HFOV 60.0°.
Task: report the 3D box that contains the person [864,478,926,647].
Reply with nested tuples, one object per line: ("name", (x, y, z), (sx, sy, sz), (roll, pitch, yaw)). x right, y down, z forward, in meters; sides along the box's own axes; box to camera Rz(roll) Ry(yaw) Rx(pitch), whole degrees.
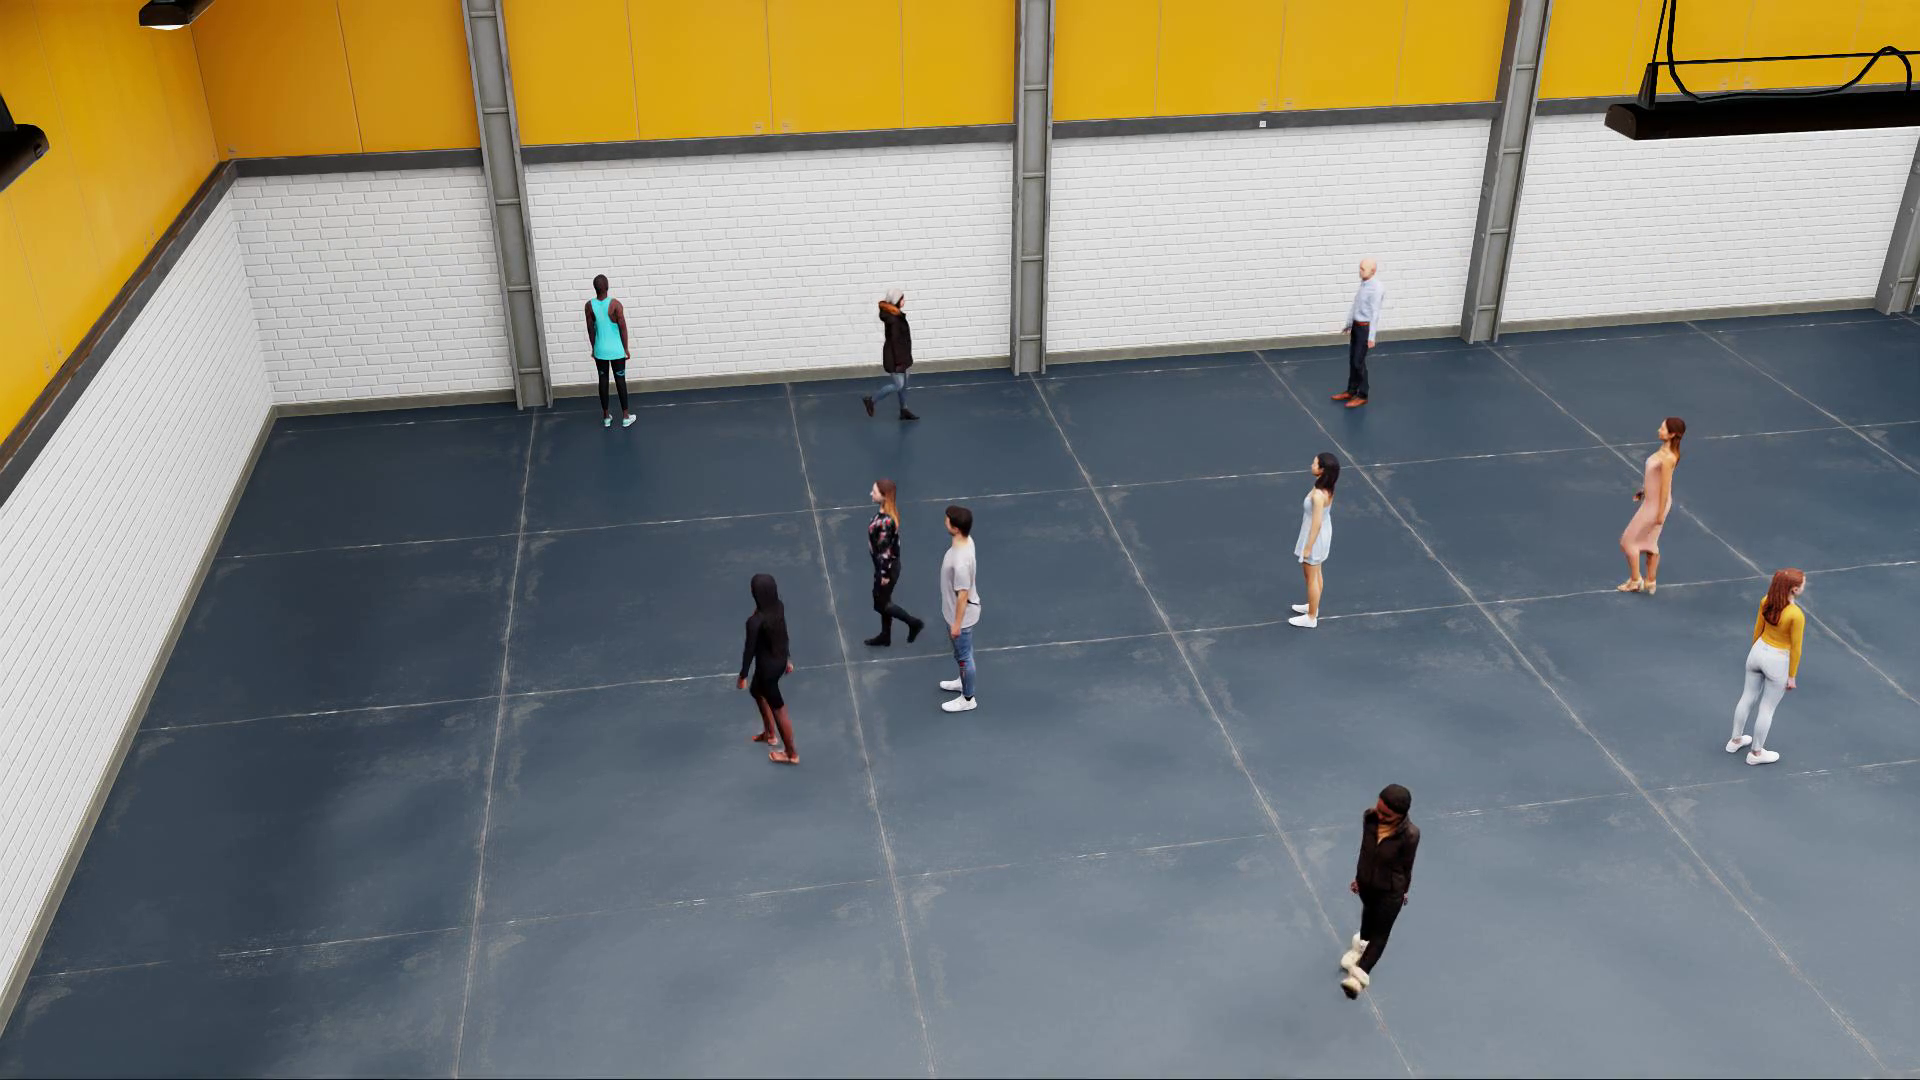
("person", (-0.576, 0.226, 14.691), (0.799, 1.676, 0.636), (-2, 29, -3))

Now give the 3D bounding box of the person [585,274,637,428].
("person", (-3.994, -2.152, 18.909), (0.532, 1.811, 0.715), (2, 29, 4))

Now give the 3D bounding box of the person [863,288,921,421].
("person", (-0.790, -2.096, 19.004), (0.956, 1.622, 0.760), (1, 29, 2))

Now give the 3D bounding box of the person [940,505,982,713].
("person", (0.011, 0.555, 13.868), (0.620, 1.885, 0.705), (0, 29, -1))

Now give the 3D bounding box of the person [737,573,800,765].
("person", (-1.419, 1.047, 13.156), (0.838, 1.704, 0.766), (7, 29, 13))

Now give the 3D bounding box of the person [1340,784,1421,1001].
("person", (2.660, 2.313, 10.903), (1.061, 1.639, 0.928), (-19, 34, -30))

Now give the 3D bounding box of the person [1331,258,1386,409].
("person", (4.758, -2.453, 19.486), (0.625, 1.788, 0.637), (-4, 29, -8))

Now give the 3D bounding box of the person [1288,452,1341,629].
("person", (3.230, -0.015, 15.076), (0.688, 1.730, 0.672), (10, 30, 17))

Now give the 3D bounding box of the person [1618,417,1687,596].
("person", (6.557, -0.287, 15.482), (0.781, 1.817, 0.731), (13, 31, 22))

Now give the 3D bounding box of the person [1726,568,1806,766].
("person", (6.432, 0.990, 13.212), (0.637, 1.751, 0.635), (-13, 31, -22))
